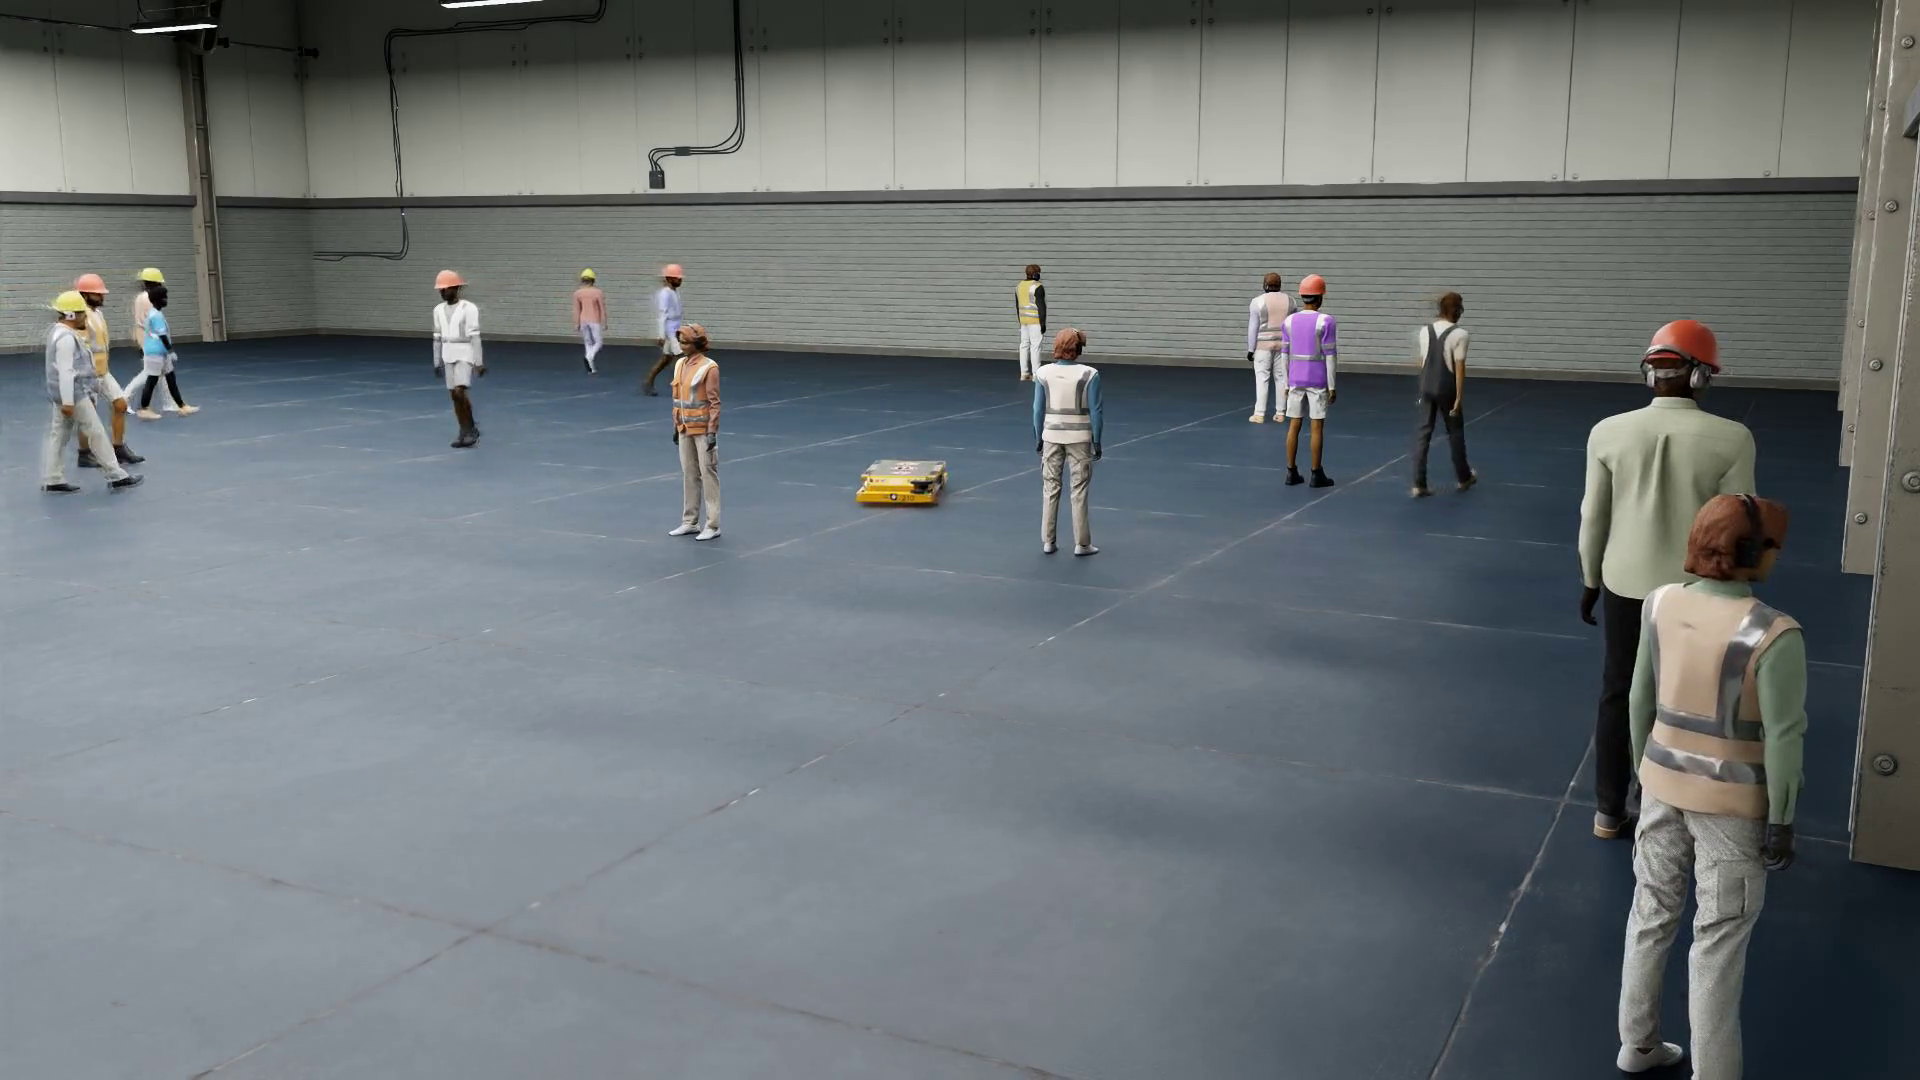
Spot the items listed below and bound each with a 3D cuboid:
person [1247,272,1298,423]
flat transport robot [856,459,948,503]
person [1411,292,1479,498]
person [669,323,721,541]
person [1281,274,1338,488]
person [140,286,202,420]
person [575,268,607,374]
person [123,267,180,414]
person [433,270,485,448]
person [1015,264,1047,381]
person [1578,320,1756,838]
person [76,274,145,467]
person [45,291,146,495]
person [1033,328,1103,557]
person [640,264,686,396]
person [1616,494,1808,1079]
[{"bbox_3d":[3.814,-2.358,20.450,0.627,1.844,0.429,-3,11,-16],"label":"person"},{"bbox_3d":[-0.499,-0.536,14.795,0.652,0.197,1.431,1,10,5],"label":"flat transport robot"},{"bbox_3d":[4.315,-1.290,14.746,0.510,1.793,0.938,10,14,43],"label":"person"},{"bbox_3d":[-1.997,-0.818,12.602,0.513,1.640,0.309,10,14,43],"label":"person"},{"bbox_3d":[3.201,-1.449,15.215,0.545,1.942,0.351,8,13,38],"label":"person"},{"bbox_3d":[-9.948,-2.332,20.797,0.766,1.662,0.543,-5,12,-27],"label":"person"},{"bbox_3d":[-6.107,-3.592,27.406,0.541,1.749,0.565,3,11,15],"label":"person"},{"bbox_3d":[-10.491,-2.565,21.449,0.867,1.890,0.573,-6,12,-29],"label":"person"},{"bbox_3d":[-5.432,-1.941,17.949,0.588,1.918,0.442,5,11,23],"label":"person"},{"bbox_3d":[1.153,-3.423,26.258,0.429,1.844,0.627,-8,13,-38],"label":"person"},{"bbox_3d":[2.649,0.172,6.262,0.611,1.984,0.401,8,13,36],"label":"person"},{"bbox_3d":[-8.473,-1.663,16.464,0.752,1.908,0.568,0,10,-2],"label":"person"},{"bbox_3d":[-7.775,-1.305,14.807,0.870,1.789,0.606,-8,13,-36],"label":"person"},{"bbox_3d":[0.775,-0.698,11.947,0.524,1.639,0.308,5,11,24],"label":"person"},{"bbox_3d":[-4.162,-2.963,23.602,0.903,1.906,0.545,1,10,5],"label":"person"},{"bbox_3d":[1.973,0.690,4.385,0.312,1.636,0.520,-4,11,-23],"label":"person"}]
